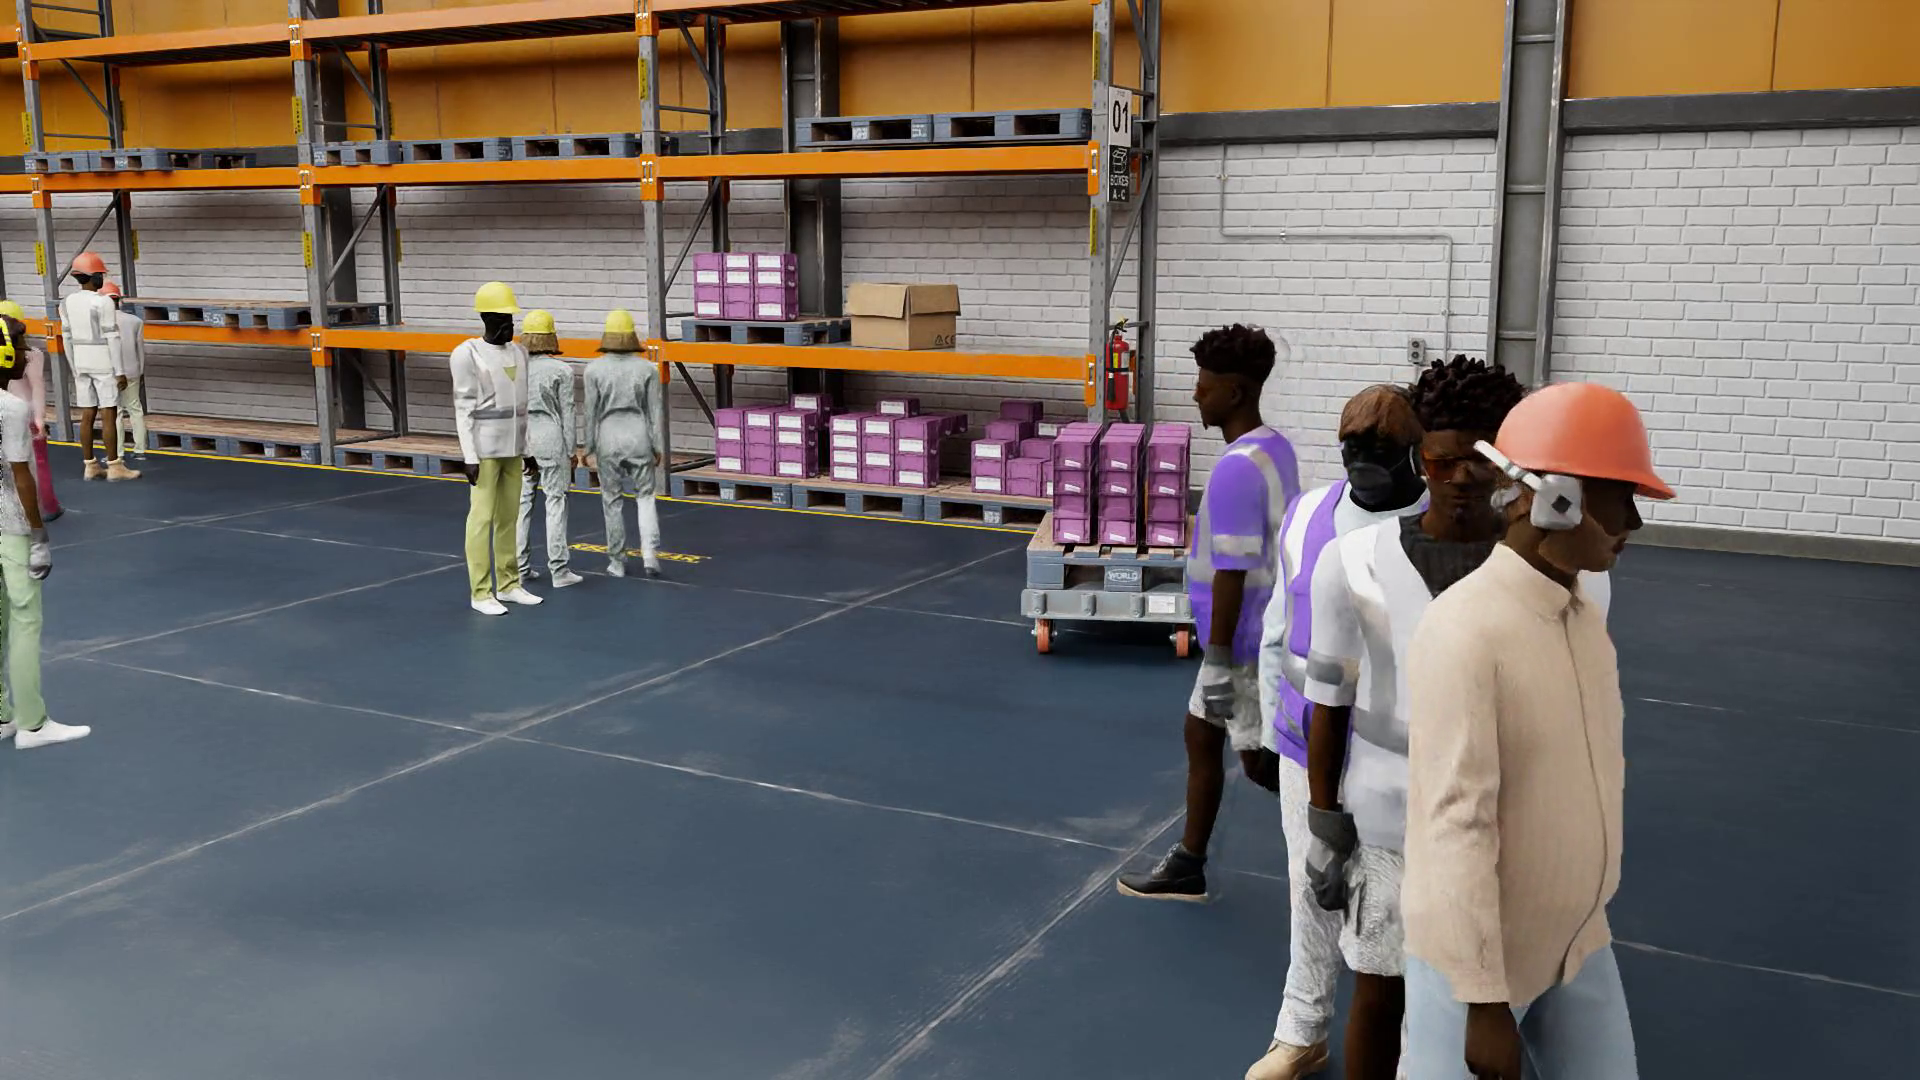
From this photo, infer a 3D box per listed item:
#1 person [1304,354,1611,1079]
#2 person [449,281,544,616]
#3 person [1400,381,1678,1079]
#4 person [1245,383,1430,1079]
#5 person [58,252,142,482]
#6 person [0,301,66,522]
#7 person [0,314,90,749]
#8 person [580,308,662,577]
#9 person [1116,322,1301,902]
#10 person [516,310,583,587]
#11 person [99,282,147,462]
[{"bbox_3d":[1.016,0.590,3.484,0.598,1.958,0.371,2,11,11],"label":"person"},{"bbox_3d":[-2.693,-0.537,9.726,0.378,1.928,0.585,5,12,26],"label":"person"},{"bbox_3d":[0.948,0.690,2.979,0.620,1.952,0.941,-8,13,-39],"label":"person"},{"bbox_3d":[1.006,0.532,4.112,0.626,1.842,0.429,8,13,38],"label":"person"},{"bbox_3d":[-7.724,-1.542,14.908,0.605,2.048,0.374,4,11,20],"label":"person"},{"bbox_3d":[-7.063,-0.923,12.423,0.525,1.711,0.910,-1,10,-7],"label":"person"},{"bbox_3d":[-4.084,-0.028,7.147,0.512,1.858,0.325,6,12,28],"label":"person"},{"bbox_3d":[-2.166,-0.608,10.655,0.515,1.745,0.357,-3,11,-18],"label":"person"},{"bbox_3d":[0.982,0.288,5.215,0.920,1.935,0.603,4,11,19],"label":"person"},{"bbox_3d":[-2.630,-0.574,10.477,0.483,1.737,0.353,3,11,16],"label":"person"},{"bbox_3d":[-8.207,-1.630,16.203,0.327,1.748,0.567,5,12,28],"label":"person"}]
